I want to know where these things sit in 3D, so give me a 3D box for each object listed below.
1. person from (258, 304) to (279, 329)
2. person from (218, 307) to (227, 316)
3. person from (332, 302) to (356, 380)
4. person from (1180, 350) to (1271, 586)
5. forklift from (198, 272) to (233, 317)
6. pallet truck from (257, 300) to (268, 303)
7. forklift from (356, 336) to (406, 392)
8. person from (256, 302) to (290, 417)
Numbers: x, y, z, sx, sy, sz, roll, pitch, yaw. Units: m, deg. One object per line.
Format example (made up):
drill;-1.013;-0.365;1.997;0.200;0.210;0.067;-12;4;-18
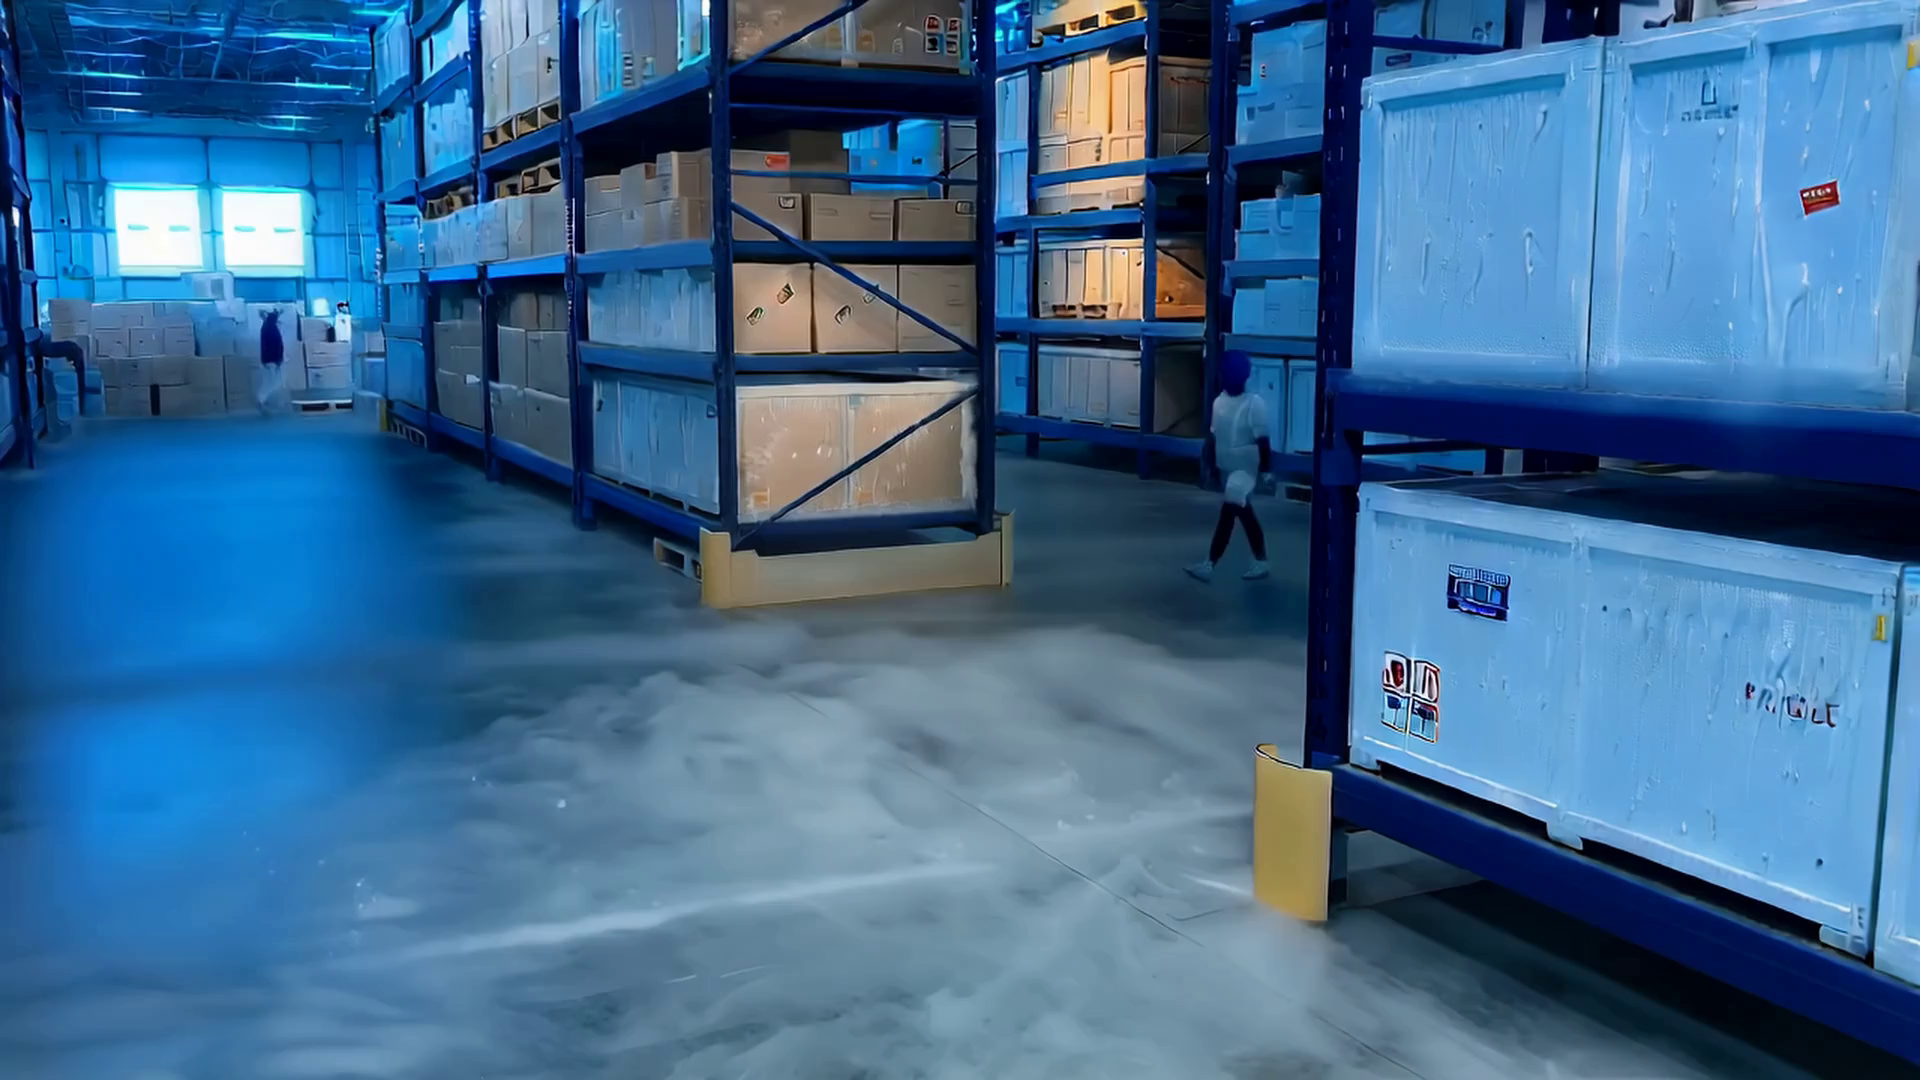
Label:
person;-13.533;-3.664;32.639;0.441;1.922;0.553;1;8;8
person;-15.301;-3.894;34.504;0.621;1.845;0.429;7;11;42
person;-15.246;-4.909;41.171;0.372;1.940;0.631;2;8;12
person;1.886;-0.502;11.716;0.874;1.649;0.550;-4;9;-27
forklift;-22.637;-6.767;50.750;1.873;2.768;1.129;5;9;29
pallet truck;-23.913;-7.404;58.171;1.885;1.965;0.823;-1;8;-9
forklift;-9.441;-3.580;28.777;1.873;2.768;1.129;-4;9;-26
person;-11.769;-3.079;28.443;0.508;1.972;0.614;-7;11;-38
